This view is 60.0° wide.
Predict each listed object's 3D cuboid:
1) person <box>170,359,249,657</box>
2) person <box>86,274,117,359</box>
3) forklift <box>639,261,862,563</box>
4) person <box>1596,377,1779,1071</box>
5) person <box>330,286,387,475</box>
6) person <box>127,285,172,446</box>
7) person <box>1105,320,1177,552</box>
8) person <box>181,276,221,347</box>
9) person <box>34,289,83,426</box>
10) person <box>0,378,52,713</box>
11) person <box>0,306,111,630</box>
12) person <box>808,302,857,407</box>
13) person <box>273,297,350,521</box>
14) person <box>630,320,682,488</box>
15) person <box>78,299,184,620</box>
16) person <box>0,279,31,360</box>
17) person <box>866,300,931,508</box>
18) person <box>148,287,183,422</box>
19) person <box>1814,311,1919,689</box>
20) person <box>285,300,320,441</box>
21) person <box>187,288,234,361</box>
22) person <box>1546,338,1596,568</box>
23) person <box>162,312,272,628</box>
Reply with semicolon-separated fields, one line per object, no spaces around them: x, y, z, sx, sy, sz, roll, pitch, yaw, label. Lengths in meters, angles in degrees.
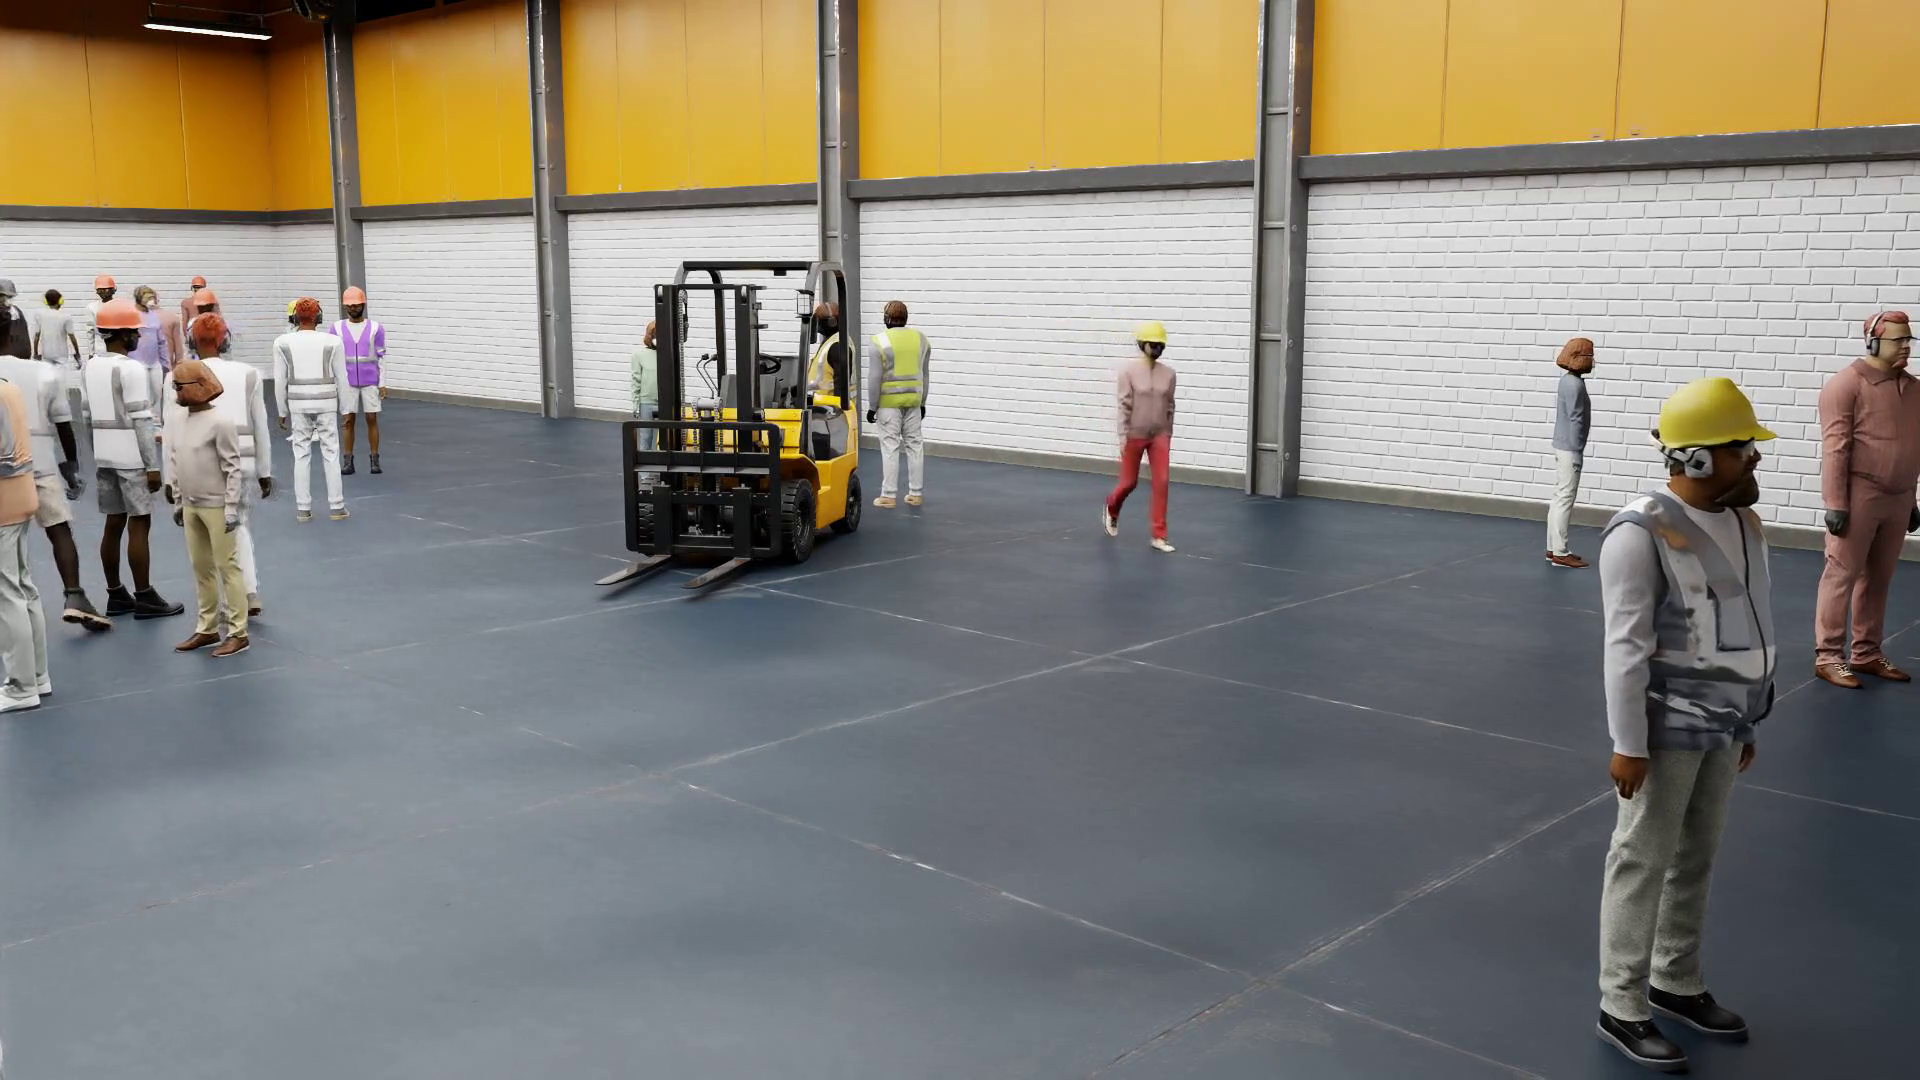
-4.141;-0.174;9.128;0.502;1.631;0.285;5;11;29;person
-11.610;-2.599;22.738;0.616;2.041;0.381;-1;9;-8;person
-1.552;-1.040;12.721;1.214;2.155;2.313;2;9;11;forklift
1.959;0.482;4.474;0.600;1.836;0.404;-7;11;-35;person
-6.200;-1.639;17.175;0.546;1.939;0.375;-2;10;-14;person
-9.749;-2.087;19.957;0.430;1.931;0.658;3;10;17;person
1.383;-0.806;12.666;0.526;1.743;0.714;-3;10;-19;person
-12.731;-3.428;27.971;0.612;1.995;0.376;-4;10;-22;person
-12.257;-2.487;22.688;0.540;1.833;0.870;0;9;-1;person
-4.654;-0.131;7.991;0.388;1.920;0.583;-3;10;-17;person
-5.429;-0.400;9.642;0.635;1.932;0.751;-7;12;-38;person
-1.100;-1.116;14.287;0.429;1.838;0.622;-2;9;-11;person
-5.440;-1.093;14.001;0.584;1.879;0.344;-2;10;-14;person
-2.916;-1.298;16.018;0.497;1.633;0.289;-3;10;-16;person
-5.053;-0.486;10.101;0.542;1.939;0.366;5;11;28;person
-11.941;-2.274;20.752;0.734;2.000;0.691;4;10;24;person
-0.562;-1.208;14.825;0.619;1.845;0.430;-6;11;-31;person
-10.042;-2.200;20.734;0.668;1.894;0.452;-5;10;-27;person
4.666;-0.206;8.484;0.643;1.909;0.410;-4;10;-24;person
-8.097;-2.077;20.486;0.487;1.734;0.325;2;9;13;person
-8.824;-2.028;19.672;0.549;1.904;0.910;2;9;11;person
4.377;-0.626;11.896;0.278;1.633;0.507;2;9;11;person
-4.381;-0.400;9.796;0.449;1.860;0.596;8;12;39;person
